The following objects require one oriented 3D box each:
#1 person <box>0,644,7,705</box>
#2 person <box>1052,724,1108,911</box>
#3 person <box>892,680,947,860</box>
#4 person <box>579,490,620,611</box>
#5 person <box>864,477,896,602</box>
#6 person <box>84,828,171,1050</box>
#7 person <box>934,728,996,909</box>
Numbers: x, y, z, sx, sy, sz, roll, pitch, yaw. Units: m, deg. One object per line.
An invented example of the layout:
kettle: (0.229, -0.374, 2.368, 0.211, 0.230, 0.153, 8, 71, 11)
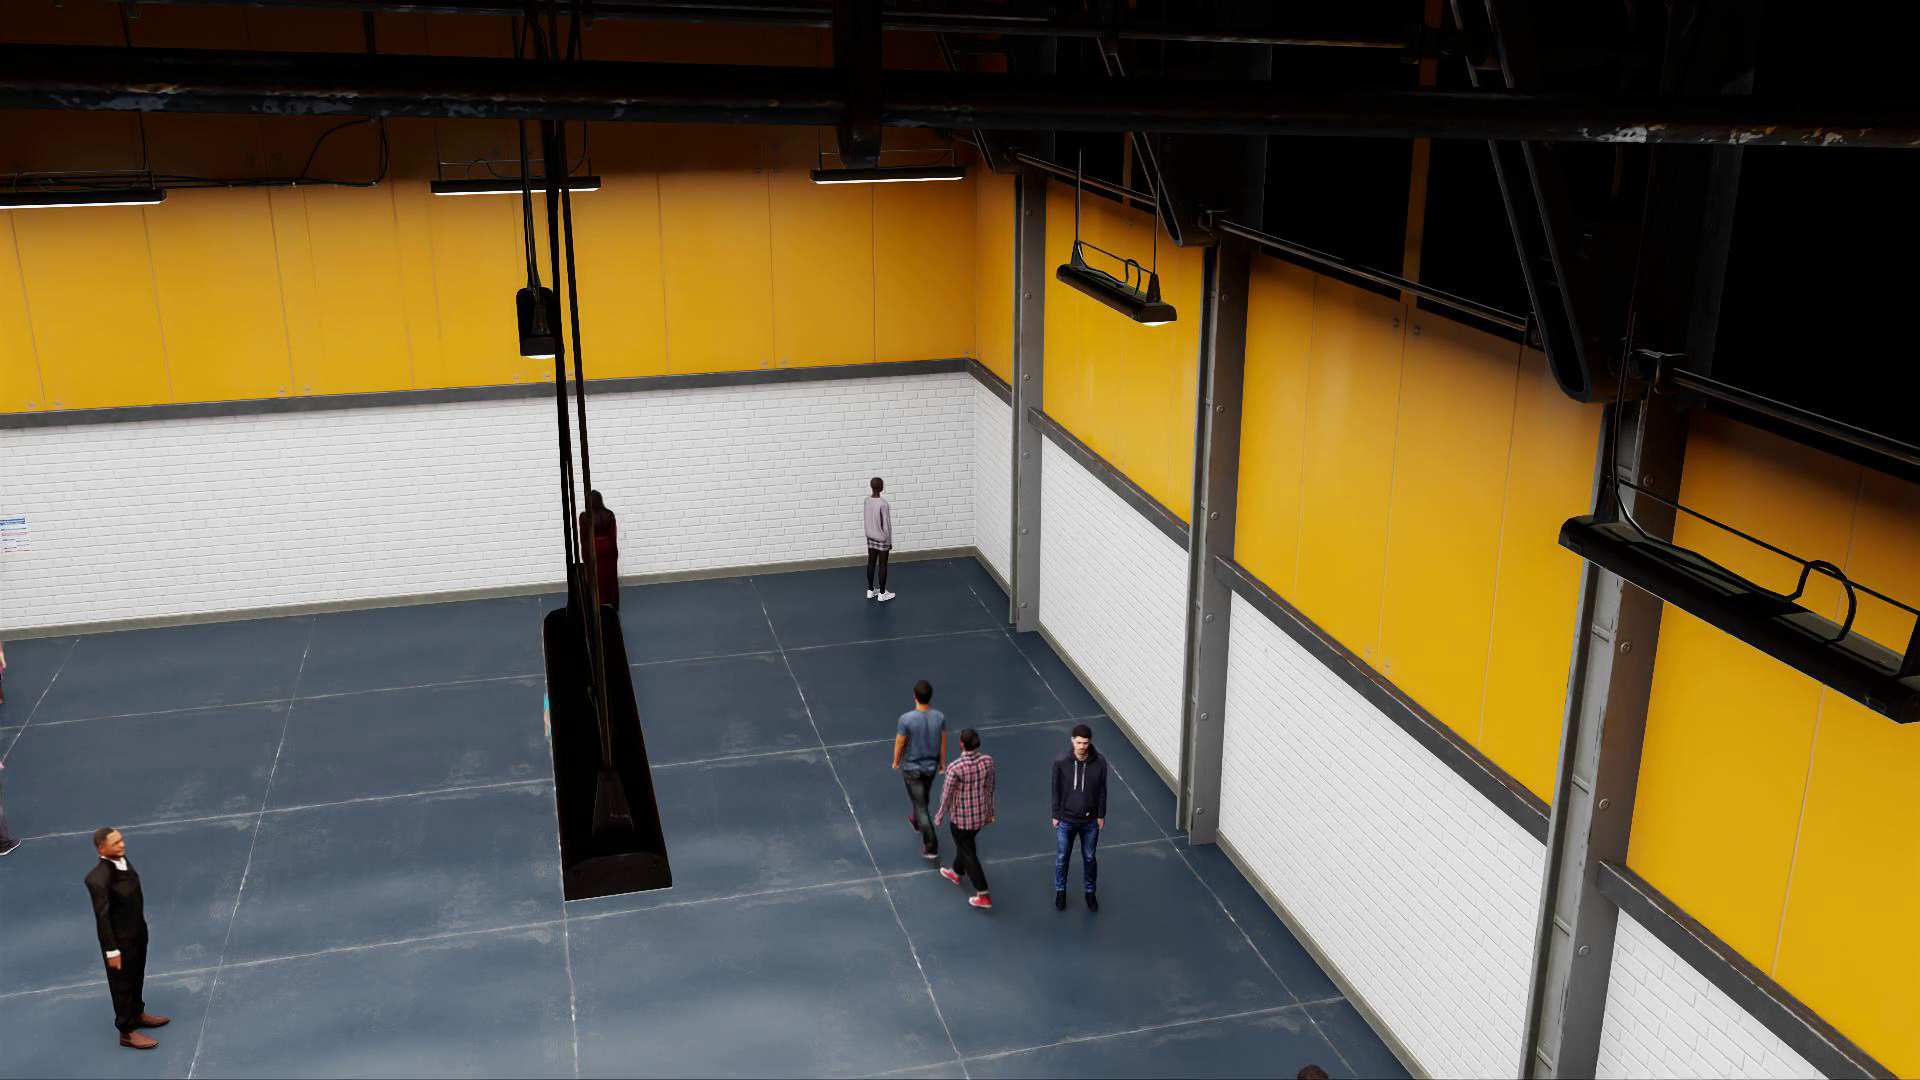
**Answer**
person: (-11.686, 1.450, 20.082, 0.597, 1.005, 0.778, -15, 24, -37)
person: (1.102, 2.545, 15.448, 0.733, 1.887, 0.688, 1, 19, 3)
person: (-0.363, 2.290, 16.392, 0.812, 1.769, 1.222, -9, 20, -24)
person: (-4.925, 0.161, 22.733, 0.657, 1.757, 0.604, -6, 19, -17)
person: (-1.159, -0.031, 23.280, 0.658, 1.771, 0.757, 15, 24, 37)
person: (-6.799, 3.195, 13.493, 0.801, 1.904, 0.612, -1, 19, -4)
person: (0.111, 2.611, 15.503, 1.000, 1.727, 1.218, -15, 23, -37)
